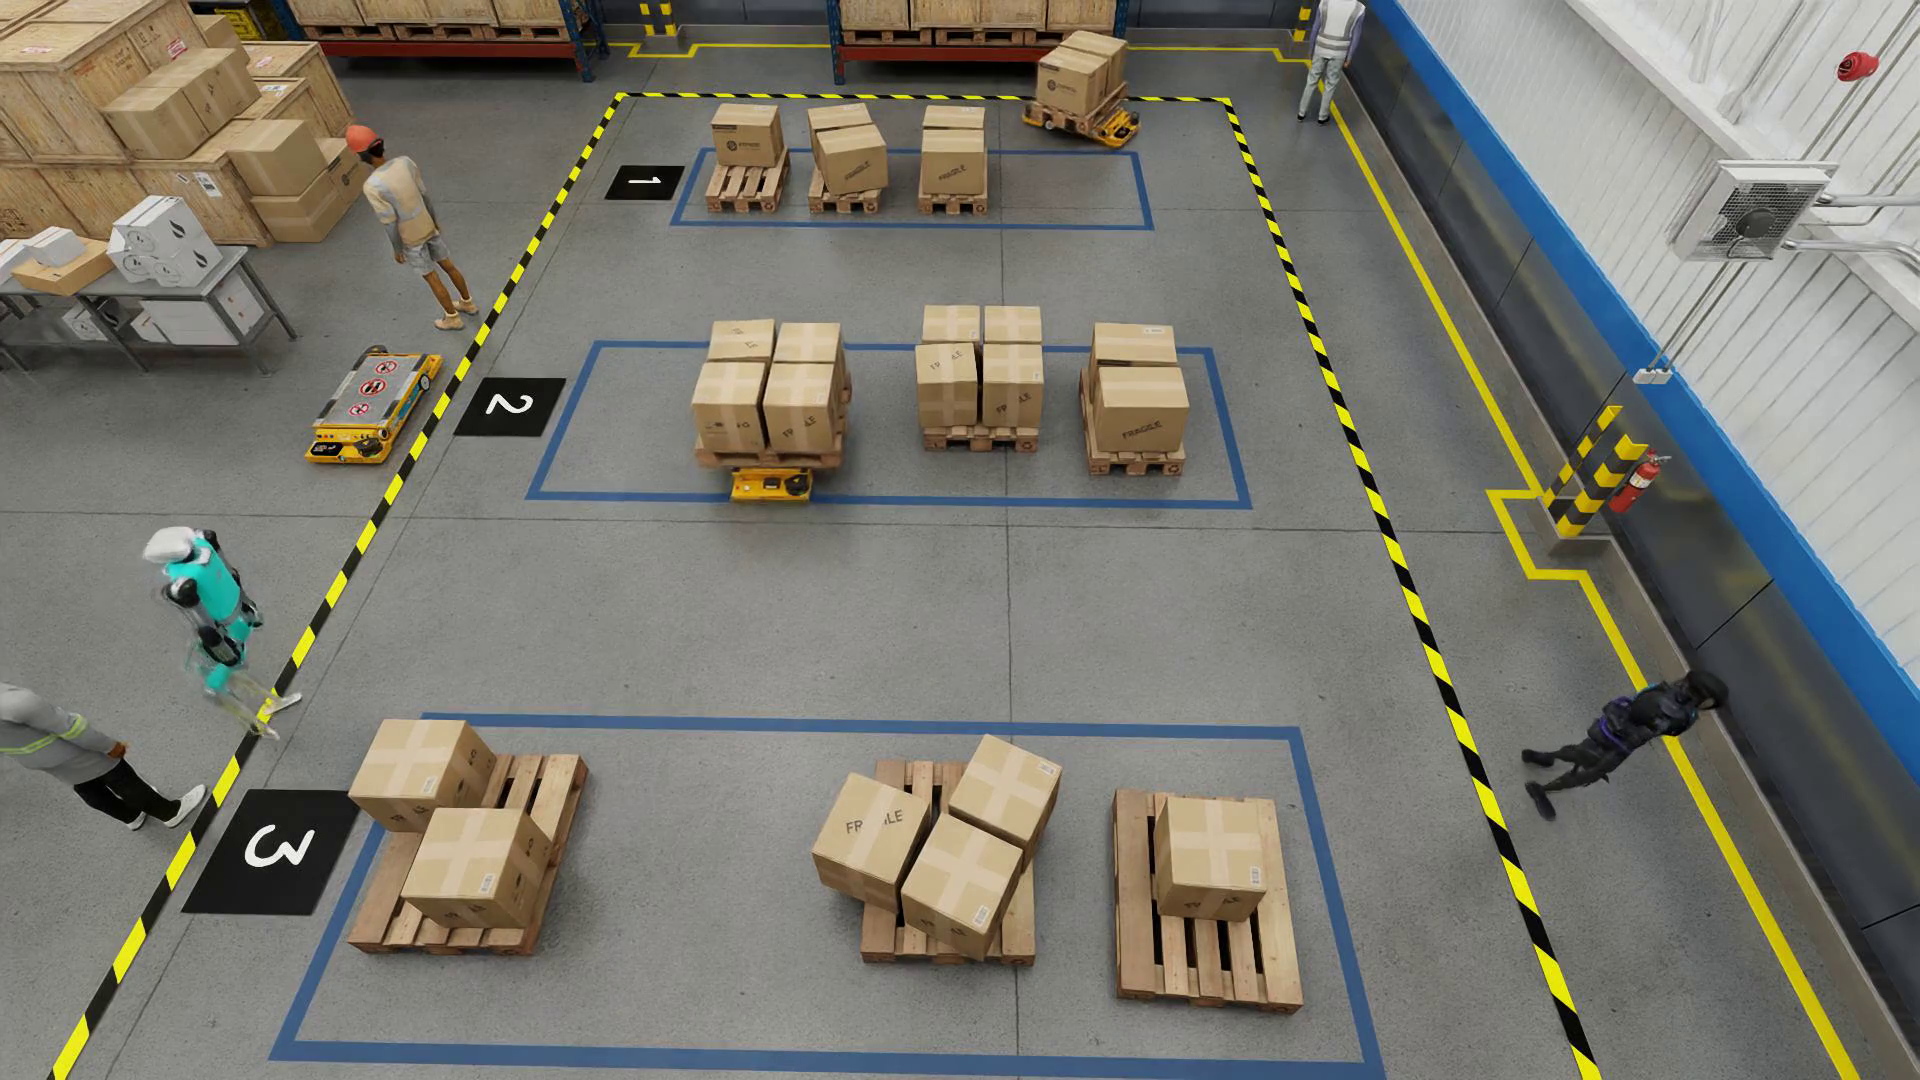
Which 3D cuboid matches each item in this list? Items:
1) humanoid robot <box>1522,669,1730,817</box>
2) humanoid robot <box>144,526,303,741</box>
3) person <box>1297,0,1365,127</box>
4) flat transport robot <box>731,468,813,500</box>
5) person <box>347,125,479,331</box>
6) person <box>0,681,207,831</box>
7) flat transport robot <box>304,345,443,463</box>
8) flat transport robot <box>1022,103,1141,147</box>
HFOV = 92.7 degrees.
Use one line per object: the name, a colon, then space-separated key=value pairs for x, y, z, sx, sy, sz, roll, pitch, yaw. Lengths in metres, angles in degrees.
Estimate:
humanoid robot: x=3.885 y=1.153 z=5.469 sx=0.608 sy=1.635 sz=0.460 roll=-37 pitch=59 yaw=-27
humanoid robot: x=-4.820 y=0.631 z=5.878 sx=0.794 sy=1.768 sz=0.572 roll=-11 pitch=51 yaw=-9
person: x=4.696 y=-6.195 z=11.581 sx=0.589 sy=1.837 sz=0.404 roll=23 pitch=53 yaw=18
flat transport robot: x=-1.590 y=-0.937 z=8.142 sx=0.652 sy=0.197 sz=1.431 roll=1 pitch=50 yaw=1
person: x=-5.177 y=-2.910 z=8.673 sx=0.385 sy=2.036 sz=0.604 roll=13 pitch=51 yaw=10
person: x=-5.230 y=1.168 z=5.341 sx=0.599 sy=1.850 sz=0.390 roll=0 pitch=50 yaw=0
flat transport robot: x=-5.383 y=-1.269 z=8.441 sx=0.659 sy=0.231 sz=1.431 roll=1 pitch=50 yaw=1
flat transport robot: x=1.599 y=-5.565 z=12.058 sx=1.431 sy=0.197 sz=0.652 roll=24 pitch=54 yaw=19
